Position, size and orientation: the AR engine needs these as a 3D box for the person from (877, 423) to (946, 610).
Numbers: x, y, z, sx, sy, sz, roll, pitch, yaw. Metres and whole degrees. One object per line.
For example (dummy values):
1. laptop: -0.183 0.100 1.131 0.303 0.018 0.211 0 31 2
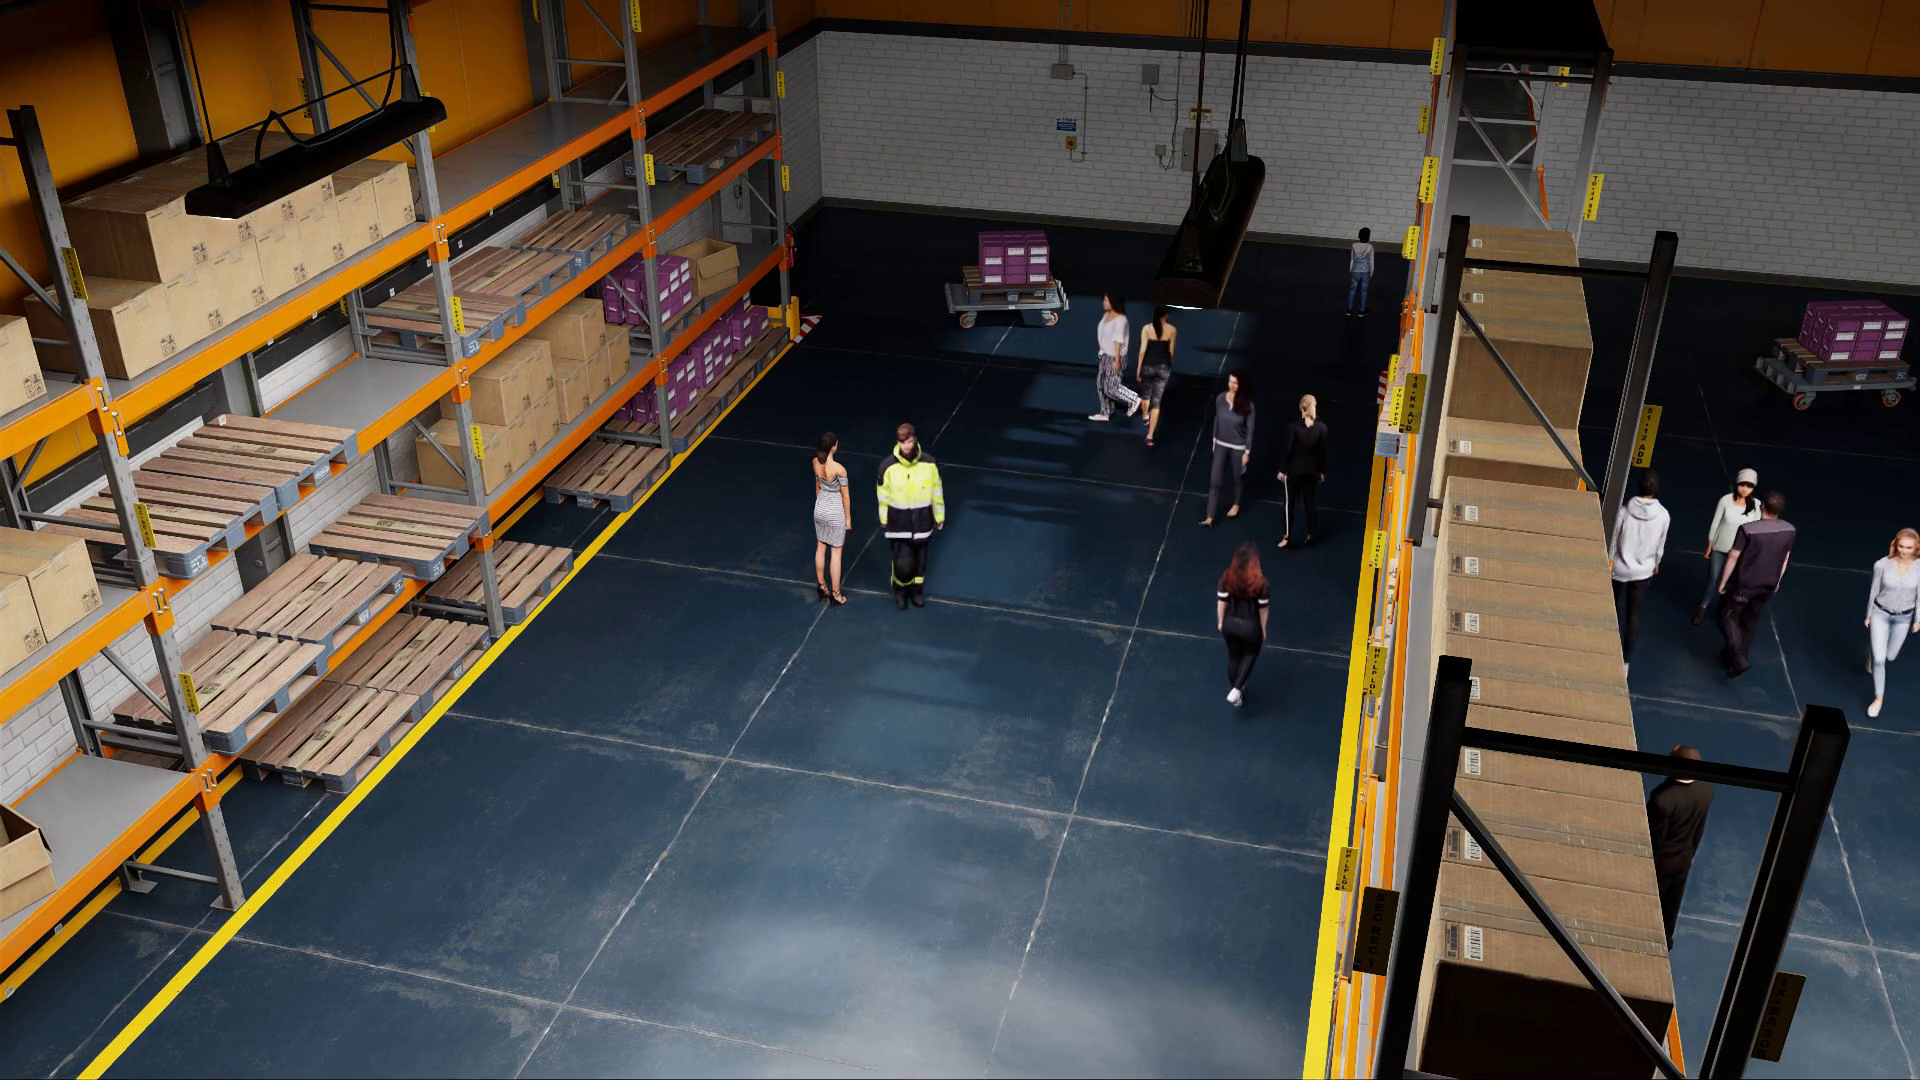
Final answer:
1. person: -0.501 -0.272 16.024 0.914 1.958 0.941 -11 30 -19

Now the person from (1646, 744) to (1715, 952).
1. person: 4.857 2.227 11.499 0.798 1.904 0.833 -12 31 -21

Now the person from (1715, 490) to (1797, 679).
1. person: 7.096 0.440 14.849 0.898 1.832 1.017 1 29 2

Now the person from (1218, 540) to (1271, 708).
1. person: 2.437 0.781 14.433 0.644 1.632 0.741 10 30 18

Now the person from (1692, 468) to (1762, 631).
1. person: 7.278 0.077 15.708 0.603 1.647 0.532 12 31 20

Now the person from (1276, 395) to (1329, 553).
1. person: 3.512 -0.664 17.016 0.740 1.695 0.721 -9 30 -15

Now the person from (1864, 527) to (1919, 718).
1. person: 8.117 0.656 14.524 0.777 1.765 1.040 13 31 22

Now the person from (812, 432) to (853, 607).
1. person: -1.267 -0.210 16.056 0.652 1.817 0.644 20 34 32

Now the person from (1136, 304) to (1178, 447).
1. person: 2.291 -1.902 19.313 0.693 1.669 1.159 2 29 3

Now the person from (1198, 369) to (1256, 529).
1. person: 2.913 -0.999 17.597 0.808 1.728 1.108 15 32 25

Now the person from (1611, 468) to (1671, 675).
1. person: 6.087 0.315 15.034 0.761 1.876 1.271 5 29 9

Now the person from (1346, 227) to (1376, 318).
1. person: 5.560 -3.730 23.091 0.504 1.261 0.515 11 31 19

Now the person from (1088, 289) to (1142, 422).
1. person: 1.893 -2.188 19.838 0.967 1.668 0.943 -8 30 -14
